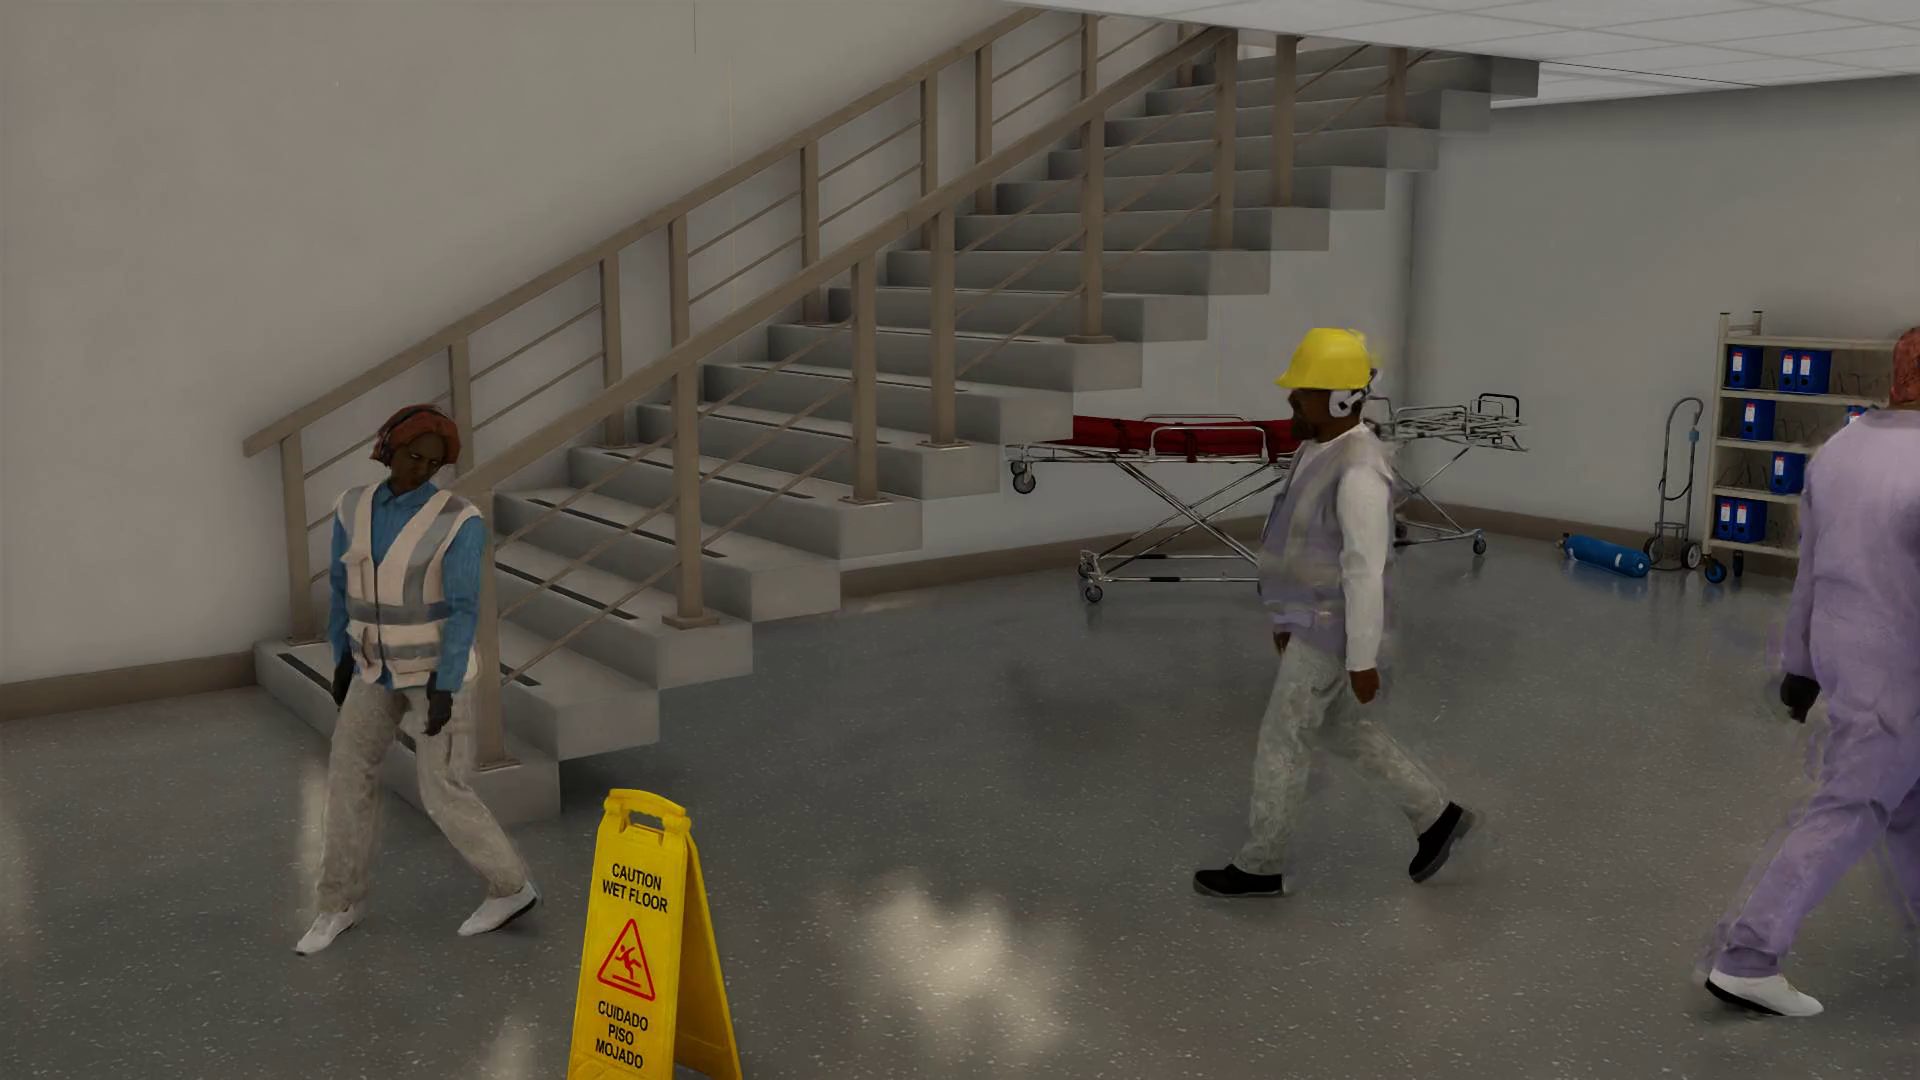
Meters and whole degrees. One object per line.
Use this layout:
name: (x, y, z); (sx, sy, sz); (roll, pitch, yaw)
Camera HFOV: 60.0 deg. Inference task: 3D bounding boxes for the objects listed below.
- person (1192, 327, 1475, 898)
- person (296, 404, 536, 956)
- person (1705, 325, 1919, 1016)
person: (1.190, 0.242, 5.142); (0.829, 1.808, 0.591); (1, 10, 6)
person: (-1.608, 0.401, 4.834); (0.550, 1.600, 0.513); (4, 11, 24)
person: (2.480, 0.353, 4.377); (1.015, 1.850, 0.654); (0, 10, 0)
